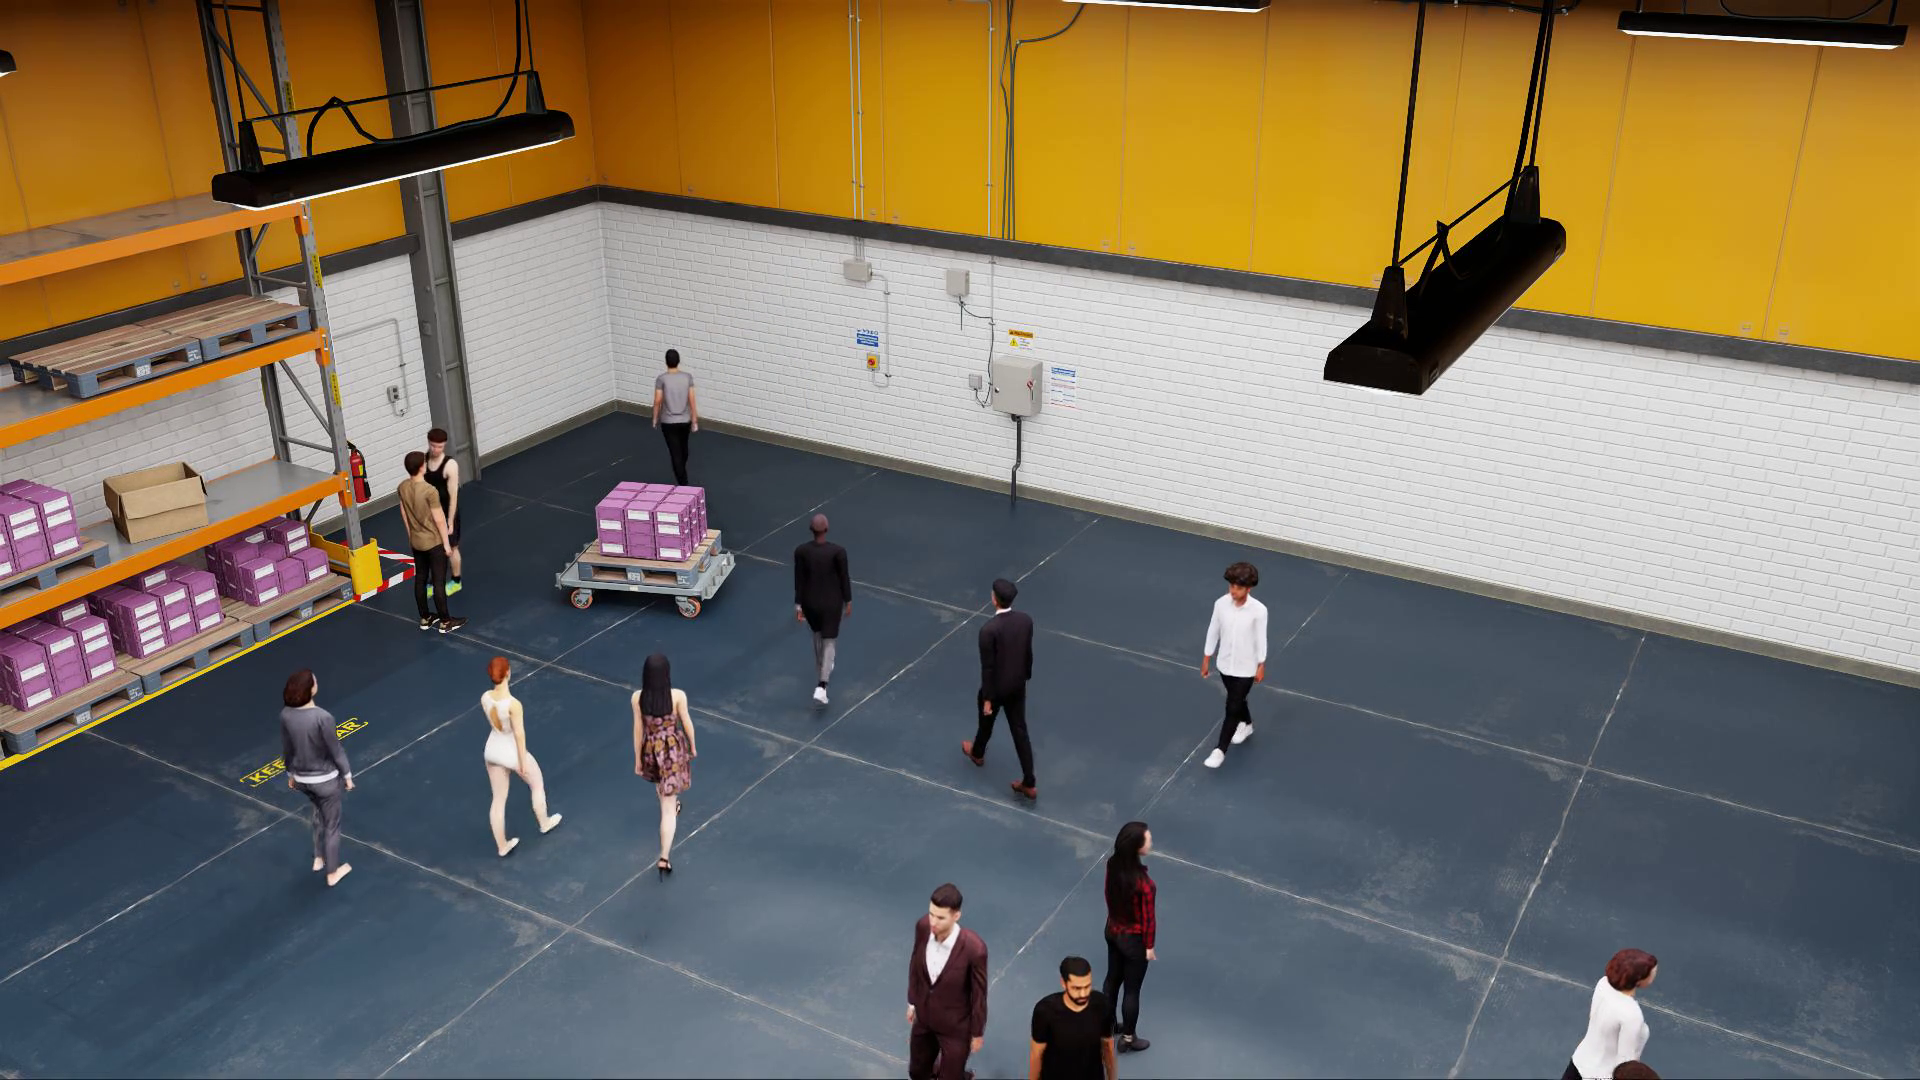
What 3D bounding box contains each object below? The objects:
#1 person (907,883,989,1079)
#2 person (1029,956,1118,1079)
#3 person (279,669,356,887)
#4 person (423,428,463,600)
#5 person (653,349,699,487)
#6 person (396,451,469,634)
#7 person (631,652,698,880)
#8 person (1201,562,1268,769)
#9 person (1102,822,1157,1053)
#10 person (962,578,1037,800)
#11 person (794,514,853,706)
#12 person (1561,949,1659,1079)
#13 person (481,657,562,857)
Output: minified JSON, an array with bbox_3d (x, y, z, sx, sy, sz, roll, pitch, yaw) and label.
[{"bbox_3d":[-0.052,2.786,9.848,0.731,1.857,0.894,16,28,32],"label":"person"},{"bbox_3d":[0.597,3.037,9.408,0.814,1.750,0.876,-8,25,-17],"label":"person"},{"bbox_3d":[-4.783,1.790,12.253,0.704,1.757,0.714,6,24,12],"label":"person"},{"bbox_3d":[-5.213,-0.298,16.901,0.749,1.859,0.766,13,27,27],"label":"person"},{"bbox_3d":[-3.297,-1.339,19.475,1.160,1.706,1.038,-14,27,-29],"label":"person"},{"bbox_3d":[-5.203,0.009,16.210,0.665,1.851,0.568,12,26,25],"label":"person"},{"bbox_3d":[-2.228,1.717,12.473,1.015,1.714,1.248,0,24,0],"label":"person"},{"bbox_3d":[2.373,1.006,14.049,0.709,1.755,1.137,16,28,32],"label":"person"},{"bbox_3d":[1.070,2.543,10.660,0.657,1.654,0.660,-15,28,-31],"label":"person"},{"bbox_3d":[0.414,1.230,13.443,1.293,1.830,1.155,-15,28,-31],"label":"person"},{"bbox_3d":[-1.256,0.644,14.913,0.961,1.726,1.240,4,24,8],"label":"person"},{"bbox_3d":[3.506,3.057,9.378,1.204,1.739,1.196,-5,24,-11],"label":"person"},{"bbox_3d":[-3.501,1.688,12.658,0.616,1.620,0.842,9,25,20],"label":"person"}]
